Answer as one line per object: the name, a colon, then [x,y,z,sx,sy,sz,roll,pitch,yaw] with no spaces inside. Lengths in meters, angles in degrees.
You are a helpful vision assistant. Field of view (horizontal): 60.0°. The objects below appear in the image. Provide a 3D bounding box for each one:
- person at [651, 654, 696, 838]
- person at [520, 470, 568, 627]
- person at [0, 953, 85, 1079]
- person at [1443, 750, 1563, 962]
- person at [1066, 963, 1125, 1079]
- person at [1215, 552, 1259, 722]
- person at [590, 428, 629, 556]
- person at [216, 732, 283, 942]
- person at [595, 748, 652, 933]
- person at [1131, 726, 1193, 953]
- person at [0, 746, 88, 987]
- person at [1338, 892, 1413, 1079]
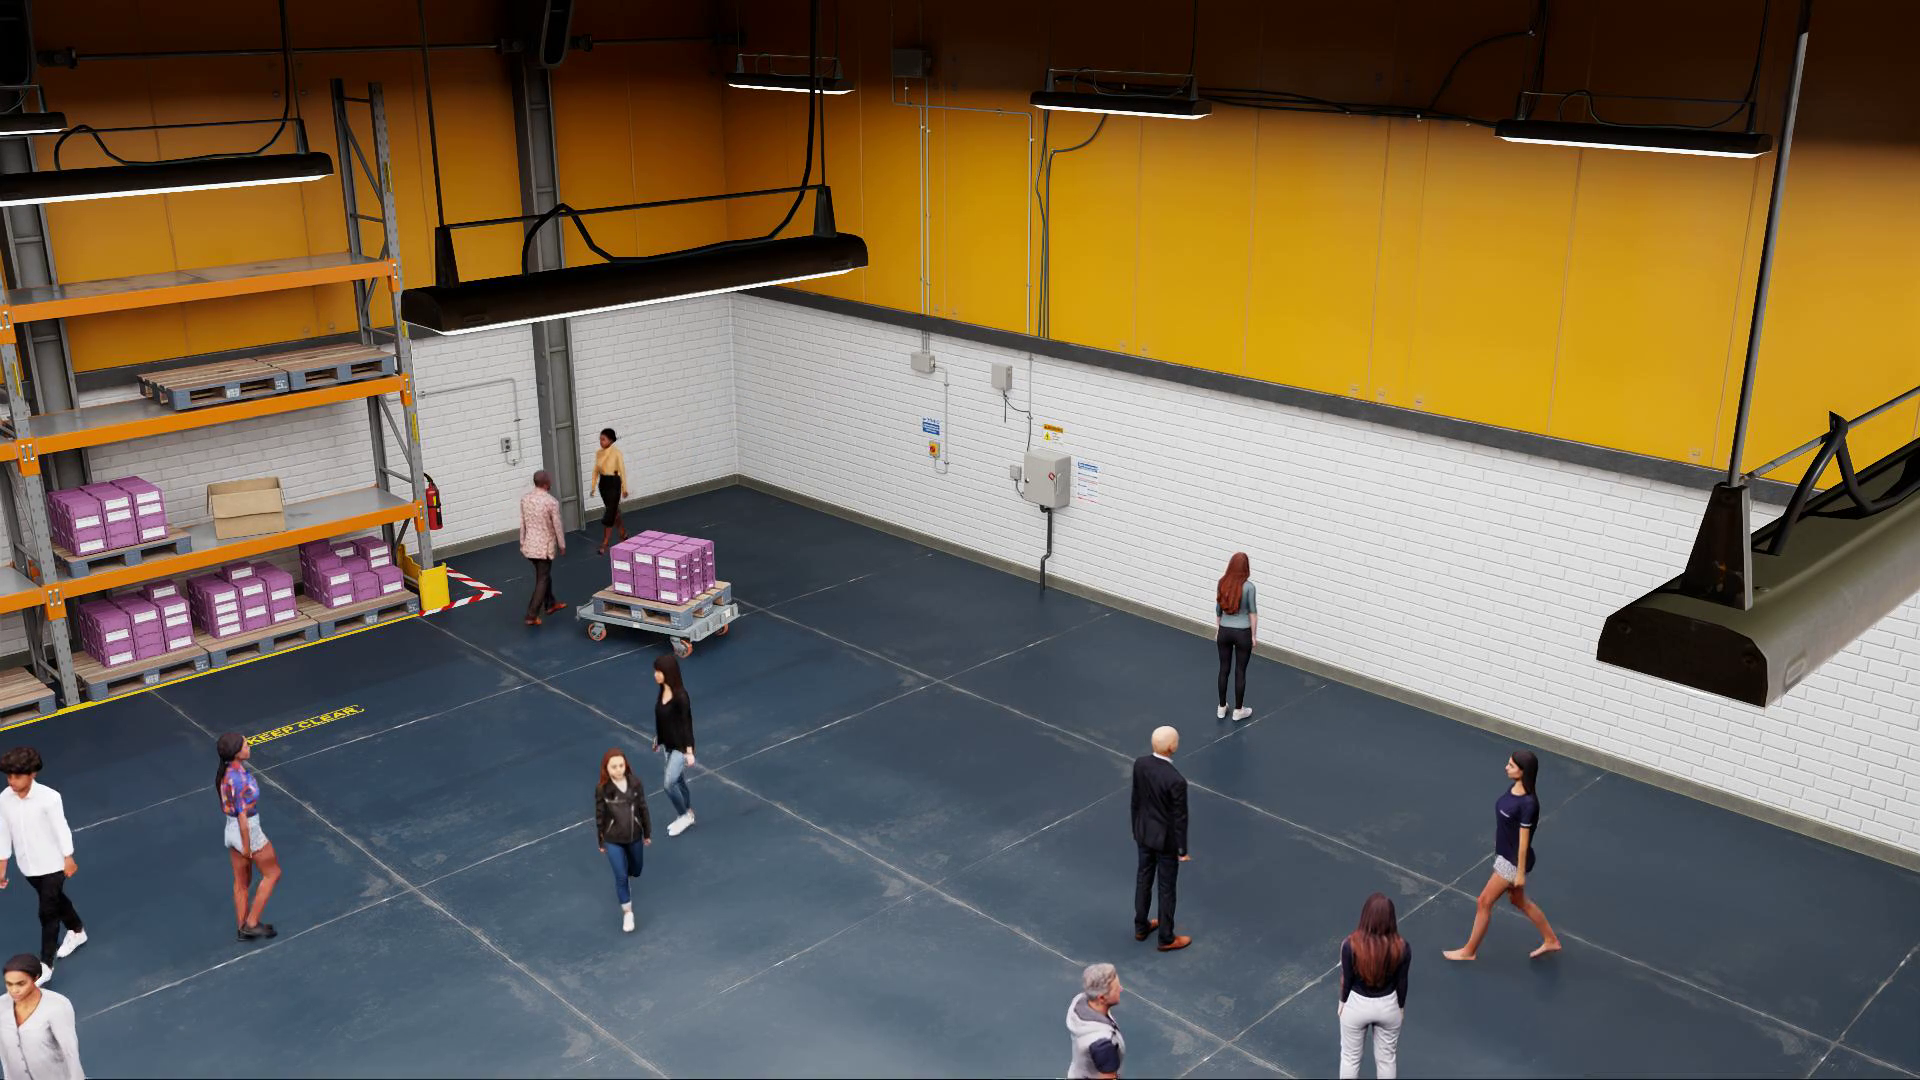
person: [-2.379,1.739,14.312,0.580,1.631,0.605,-16,24,-39]
person: [-4.804,0.117,18.883,0.881,1.787,1.140,9,21,25]
person: [-5.386,3.189,9.876,1.017,1.713,1.075,0,19,-1]
person: [4.166,2.376,12.273,1.044,1.726,1.097,4,19,12]
person: [0.687,3.236,9.579,0.909,1.813,0.865,-3,19,-9]
person: [2.727,0.947,16.494,0.635,1.738,0.610,11,22,30]
person: [-4.439,-0.647,21.405,0.771,1.625,1.012,9,21,26]
person: [-5.506,2.269,12.576,0.618,1.735,0.628,-14,23,-35]
person: [-2.636,2.279,12.964,0.862,1.467,0.799,-8,20,-23]
person: [1.501,2.238,12.564,0.595,1.800,0.685,-15,24,-38]
person: [-6.764,2.328,12.344,0.980,1.771,1.128,4,19,12]
person: [2.629,2.988,10.642,0.662,1.606,0.711,1,19,3]
